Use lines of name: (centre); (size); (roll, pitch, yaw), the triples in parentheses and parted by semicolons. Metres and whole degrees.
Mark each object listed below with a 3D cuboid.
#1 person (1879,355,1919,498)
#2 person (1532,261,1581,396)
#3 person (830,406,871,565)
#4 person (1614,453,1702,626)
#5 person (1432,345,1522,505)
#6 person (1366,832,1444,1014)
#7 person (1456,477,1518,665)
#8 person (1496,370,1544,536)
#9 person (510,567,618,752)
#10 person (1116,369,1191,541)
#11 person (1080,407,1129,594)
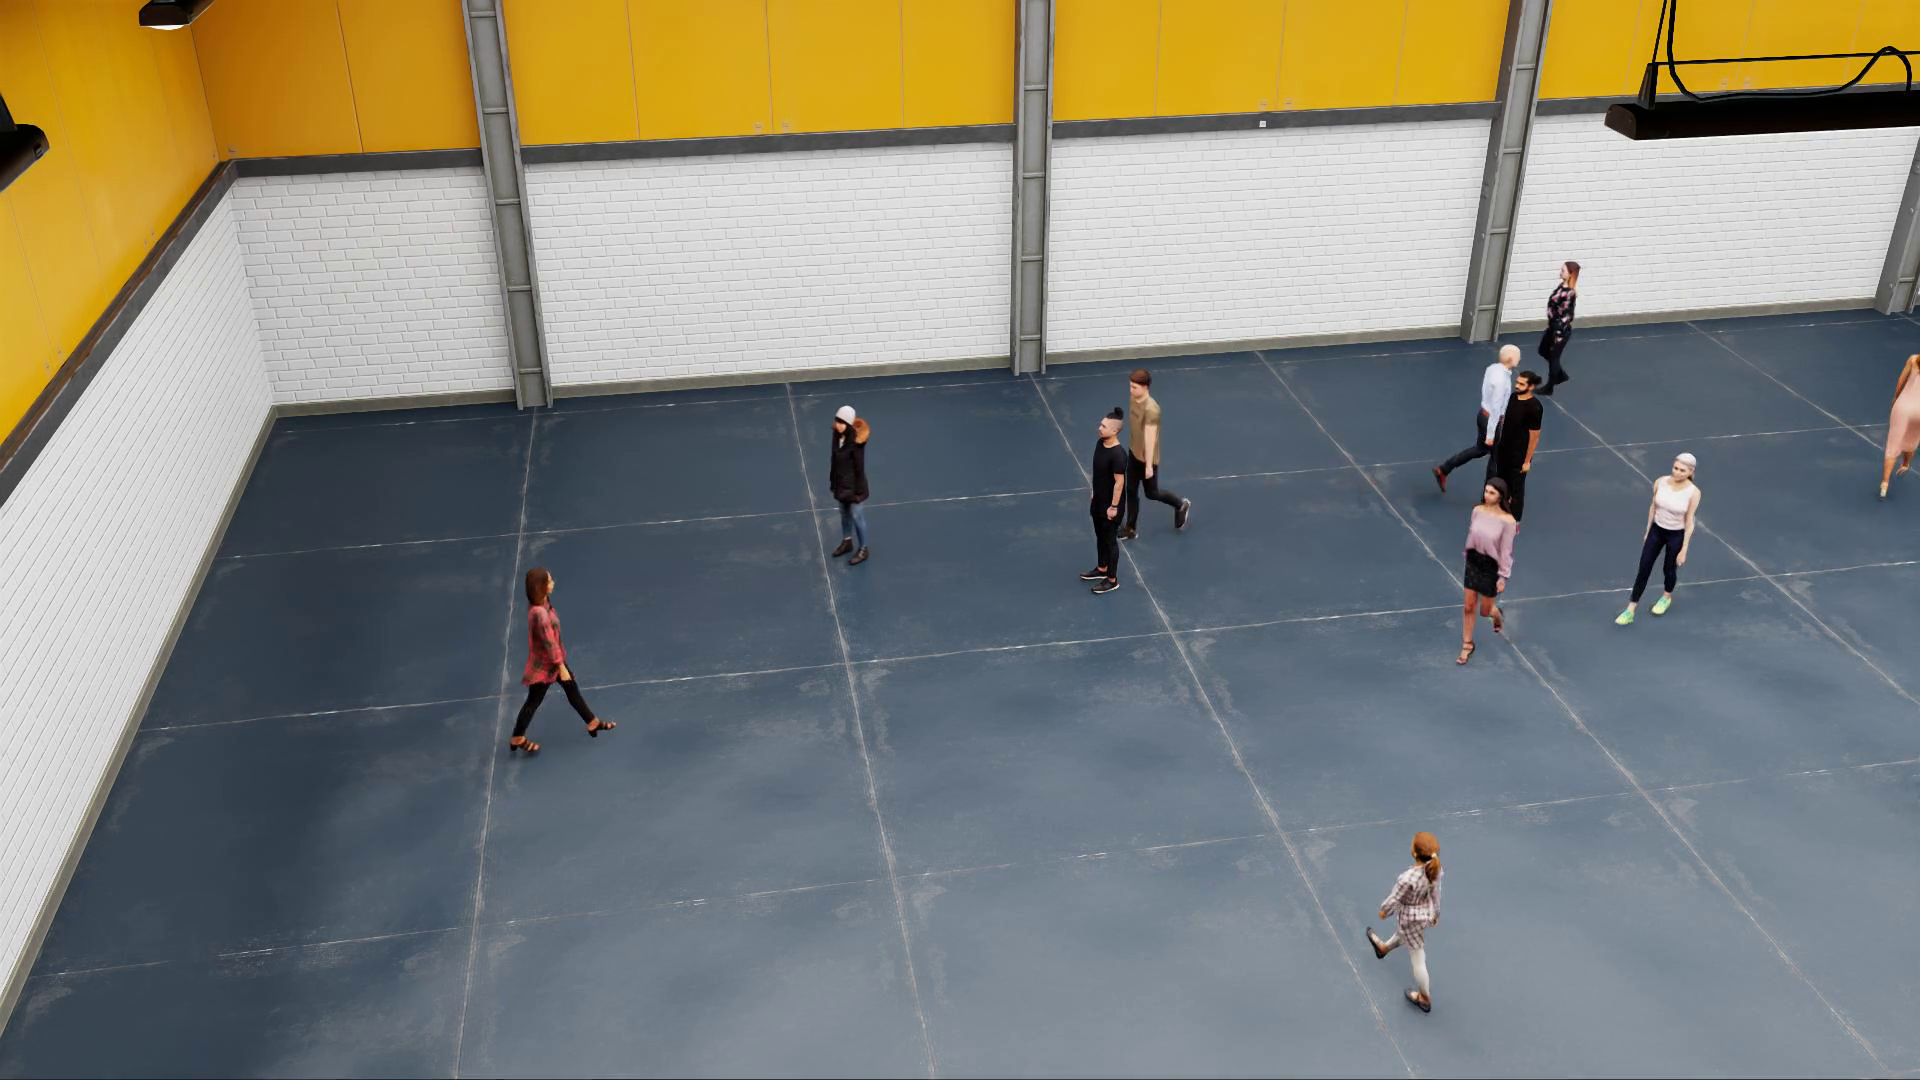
person: (9.900, -1.291, 17.359); (1.059, 1.784, 1.137); (20, 34, 32)
person: (7.163, -2.497, 19.682); (0.725, 1.676, 0.666); (2, 29, 4)
person: (-1.067, -0.554, 16.167); (0.731, 1.631, 0.768); (25, 38, 38)
person: (6.503, -0.035, 15.173); (1.103, 1.672, 0.939); (-22, 36, -34)
person: (5.399, -1.176, 17.167); (1.178, 1.766, 0.869); (3, 29, 6)
person: (3.024, 2.527, 10.900); (0.944, 1.266, 0.791); (-15, 32, -26)
person: (4.626, 0.260, 14.499); (0.966, 1.800, 0.864); (-23, 36, -36)
person: (5.558, -0.880, 16.634); (0.609, 1.758, 0.663); (-10, 30, -17)
person: (-3.390, 1.006, 13.285); (1.119, 1.653, 0.711); (-8, 30, -14)
person: (1.901, -0.845, 16.498); (1.168, 1.826, 0.837); (-12, 31, -20)
person: (1.388, -0.398, 15.638); (0.631, 1.864, 0.714); (-9, 30, -17)
